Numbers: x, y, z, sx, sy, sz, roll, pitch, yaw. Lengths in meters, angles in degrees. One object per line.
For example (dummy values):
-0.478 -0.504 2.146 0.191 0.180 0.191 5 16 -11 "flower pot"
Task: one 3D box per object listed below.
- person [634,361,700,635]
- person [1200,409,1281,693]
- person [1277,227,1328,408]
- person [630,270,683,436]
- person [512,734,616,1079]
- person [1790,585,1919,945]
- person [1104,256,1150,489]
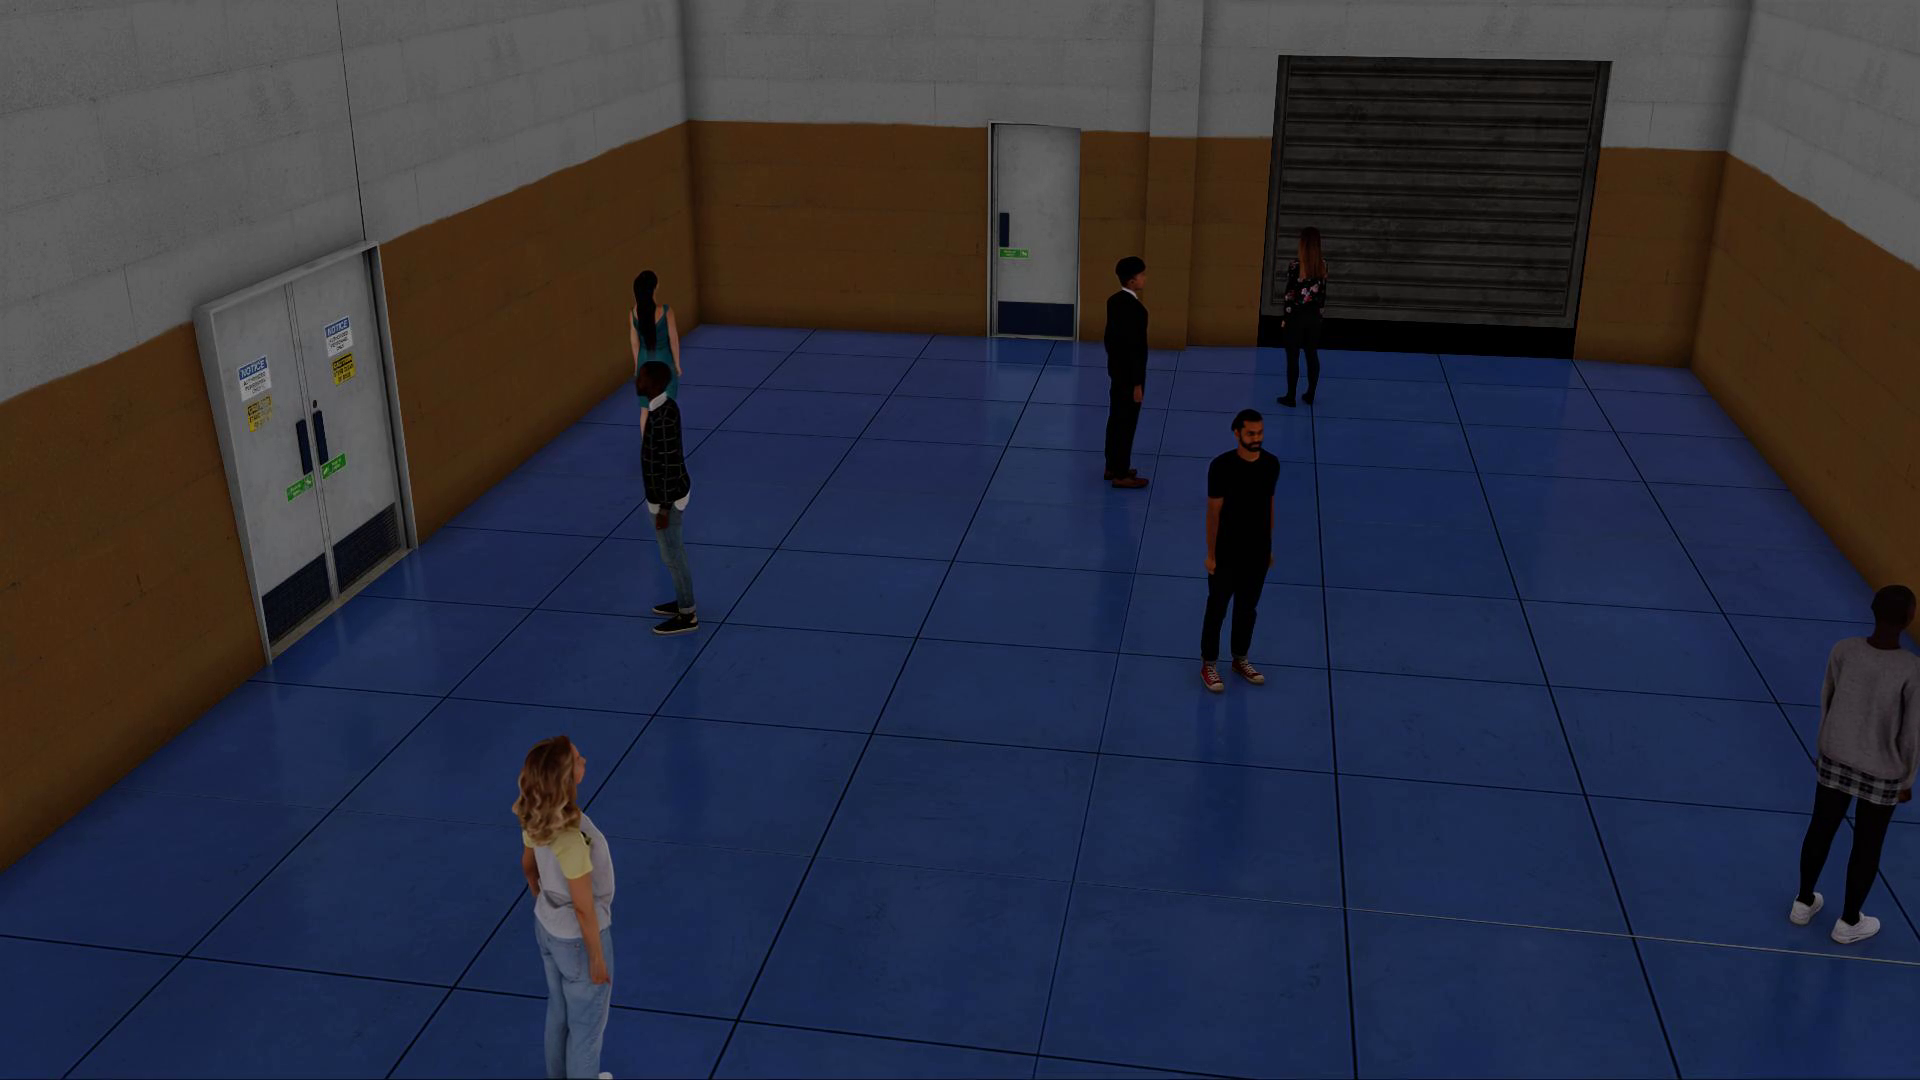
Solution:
-1.895 -0.287 10.827 0.656 1.819 0.731 -3 22 -7 "person"
1.691 0.047 10.077 0.665 1.758 0.771 -8 23 -19 "person"
3.193 -2.075 15.459 0.601 1.683 0.716 -8 23 -19 "person"
-2.524 -1.413 13.807 0.459 1.686 0.623 1 22 3 "person"
-1.503 1.527 6.422 0.771 1.722 0.692 -17 28 -37 "person"
4.137 1.021 7.636 0.754 1.772 0.683 -16 27 -35 "person"
1.329 -1.356 13.401 0.721 1.883 0.773 -6 23 -14 "person"
